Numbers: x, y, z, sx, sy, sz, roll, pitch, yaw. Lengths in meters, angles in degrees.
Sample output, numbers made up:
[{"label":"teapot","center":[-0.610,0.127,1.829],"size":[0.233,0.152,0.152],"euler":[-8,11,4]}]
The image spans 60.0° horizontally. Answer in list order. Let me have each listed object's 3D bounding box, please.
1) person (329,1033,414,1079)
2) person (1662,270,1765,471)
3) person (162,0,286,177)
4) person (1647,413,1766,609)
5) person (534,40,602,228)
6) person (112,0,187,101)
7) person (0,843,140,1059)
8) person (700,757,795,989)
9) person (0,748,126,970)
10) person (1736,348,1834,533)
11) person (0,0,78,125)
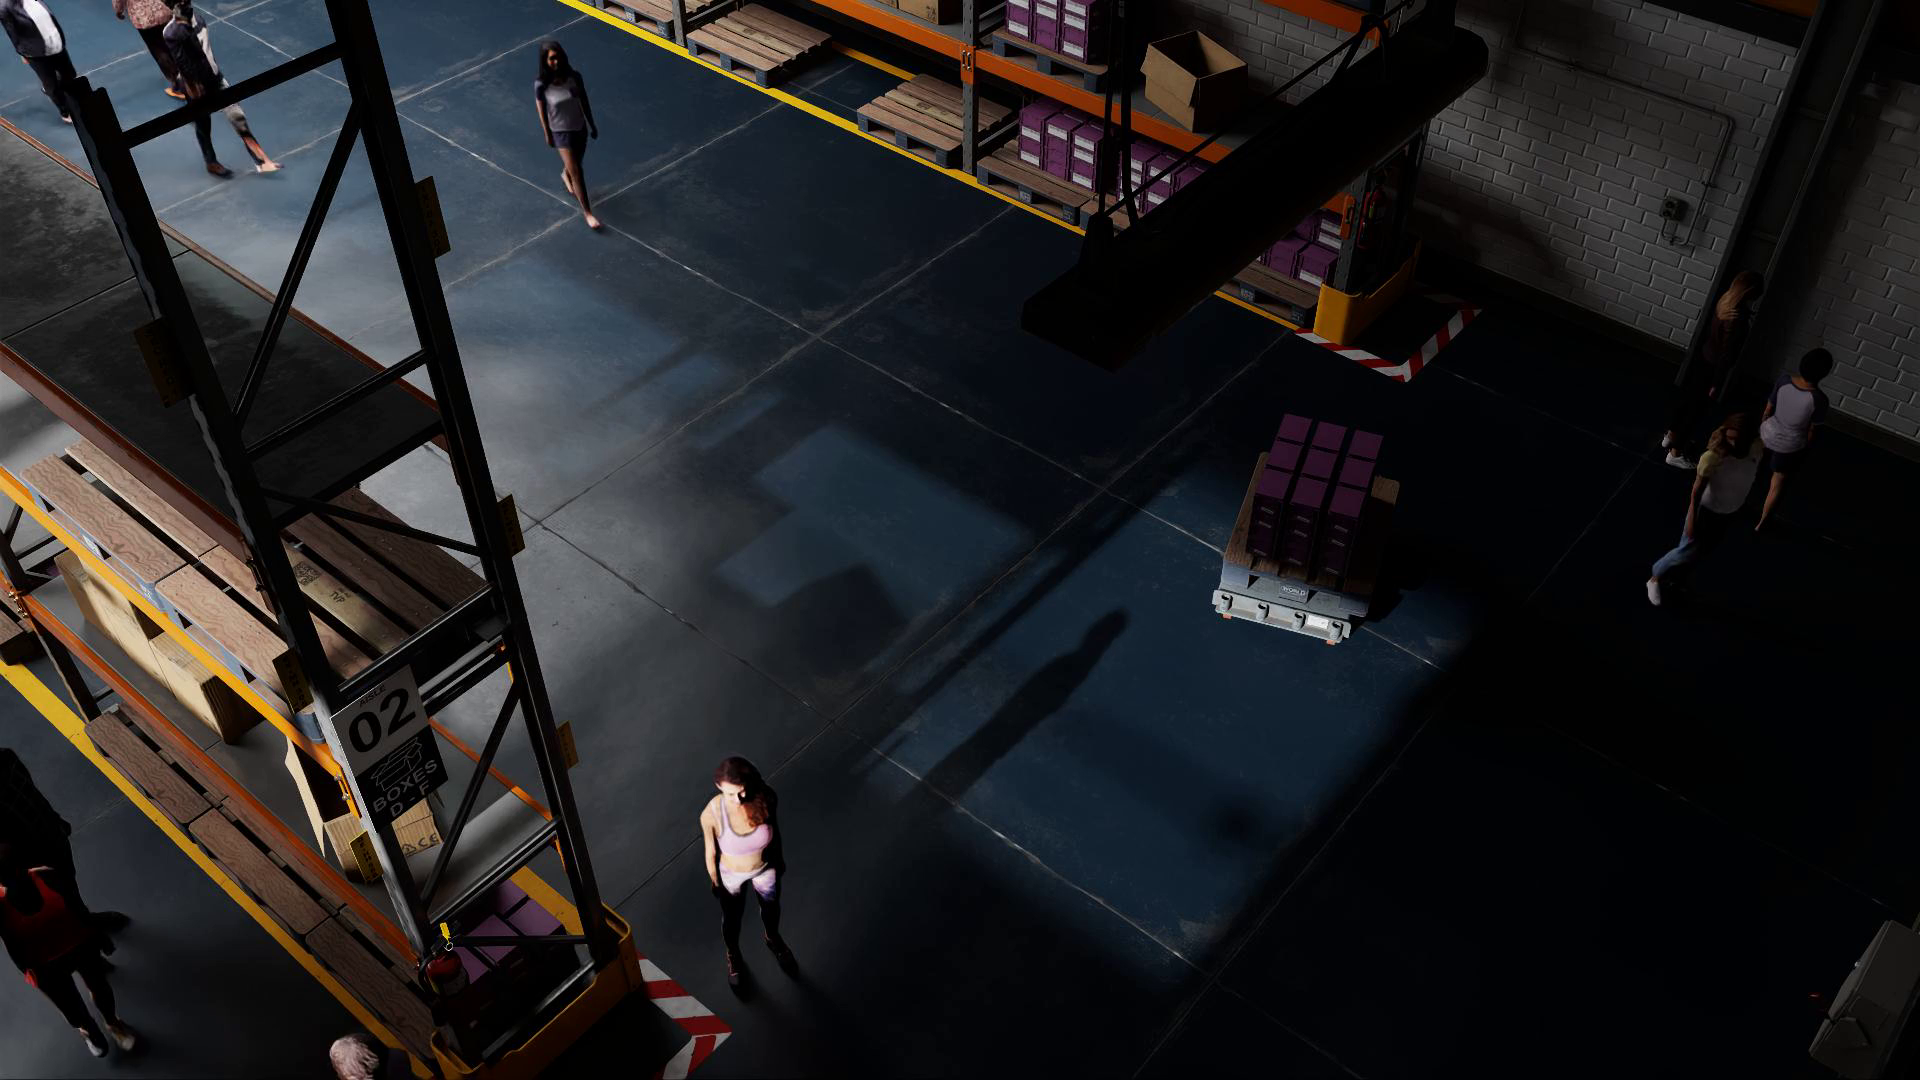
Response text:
[{"label":"person","center":[-2.477,2.889,7.870],"size":[1.211,1.837,1.164],"euler":[-8,44,-8]},{"label":"person","center":[5.579,-1.288,12.350],"size":[0.655,1.703,0.676],"euler":[9,44,9]},{"label":"person","center":[-7.020,-4.175,15.267],"size":[1.113,1.860,0.886],"euler":[16,46,17]},{"label":"person","center":[5.101,-0.216,11.228],"size":[0.738,1.700,0.718],"euler":[-31,52,-28]},{"label":"person","center":[-3.539,-3.722,14.931],"size":[0.763,1.668,1.155],"euler":[-28,50,-27]},{"label":"person","center":[-7.941,-5.173,16.366],"size":[0.708,1.790,0.687],"euler":[27,50,26]},{"label":"person","center":[-4.762,2.115,8.751],"size":[0.588,1.741,0.564],"euler":[31,52,28]},{"label":"person","center":[-1.157,1.794,9.070],"size":[0.670,1.767,0.662],"euler":[-17,46,-17]},{"label":"person","center":[-5.109,1.684,9.146],"size":[0.774,1.820,0.737],"euler":[-1,44,-1]},{"label":"person","center":[5.877,-0.726,11.861],"size":[0.666,1.564,0.521],"euler":[-28,50,-27]},{"label":"person","center":[-8.967,-4.797,16.121],"size":[0.900,1.584,0.811],"euler":[14,45,14]}]
